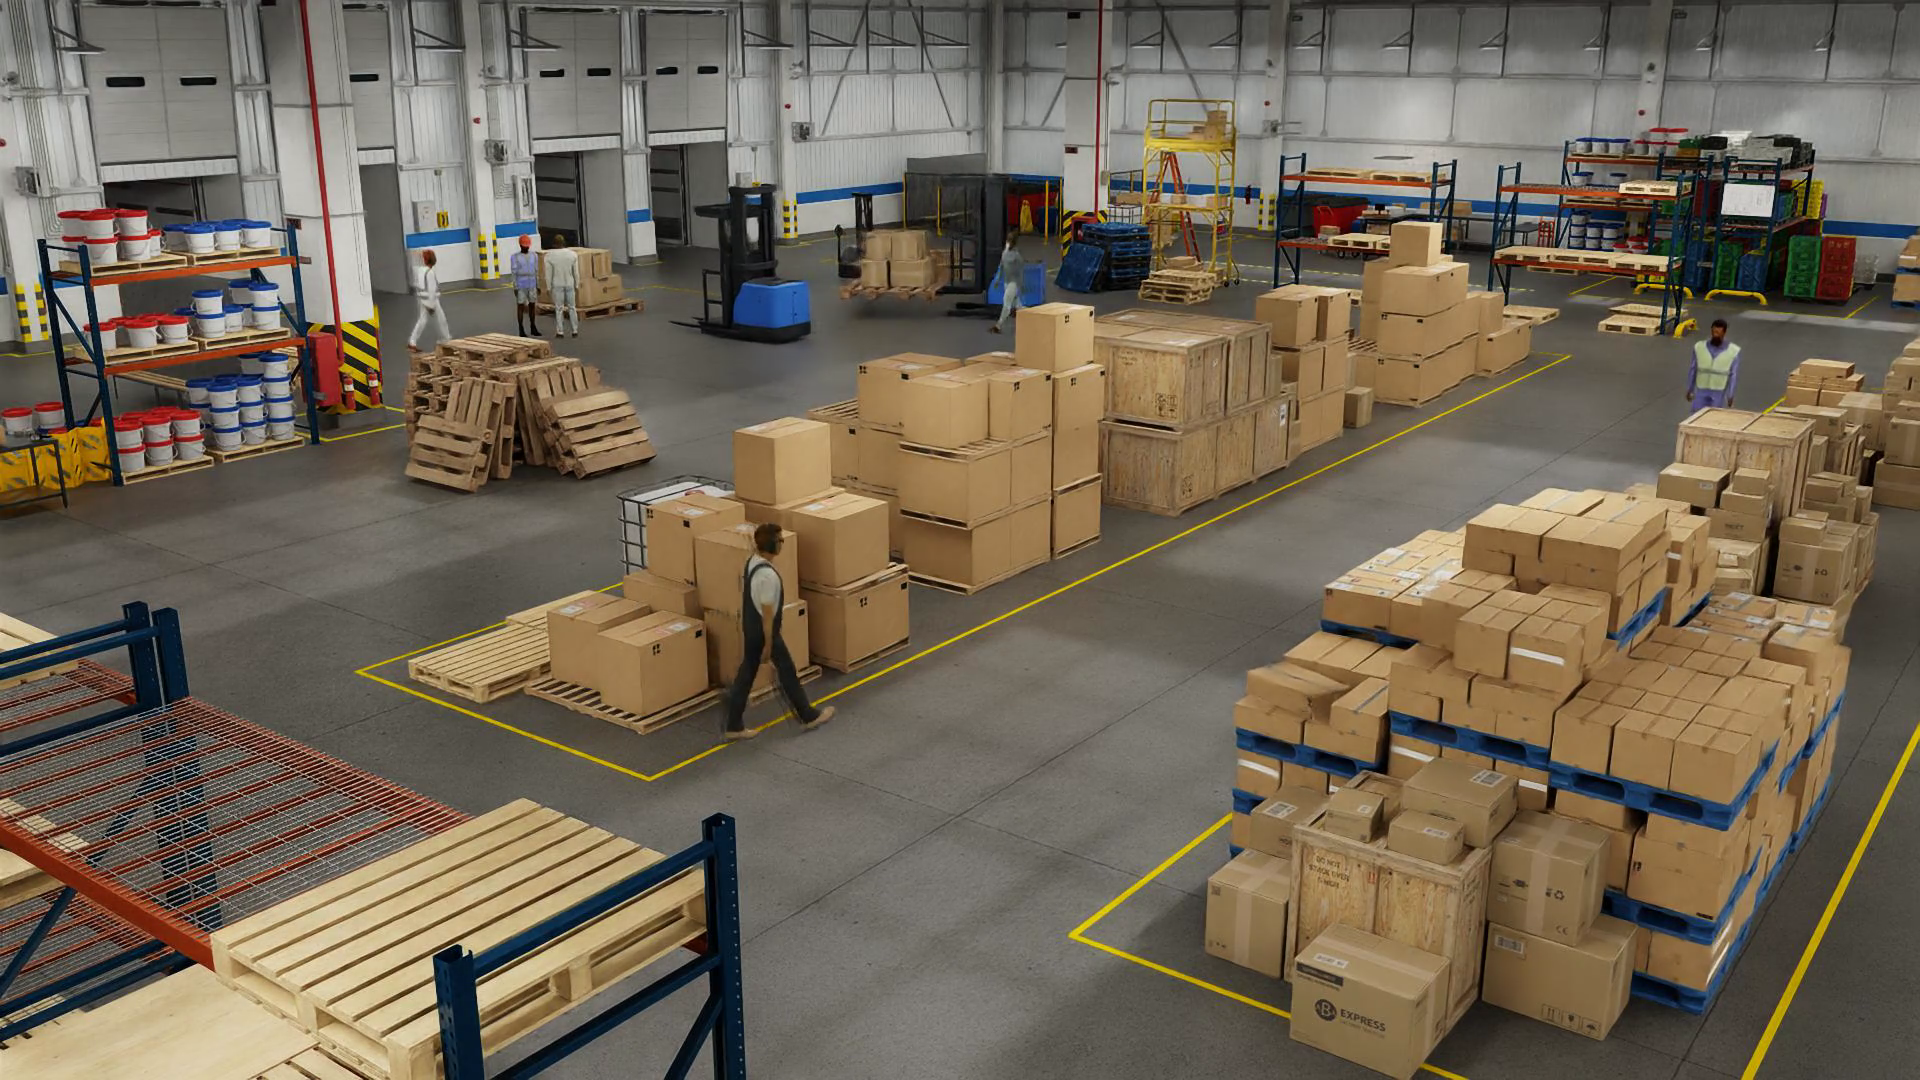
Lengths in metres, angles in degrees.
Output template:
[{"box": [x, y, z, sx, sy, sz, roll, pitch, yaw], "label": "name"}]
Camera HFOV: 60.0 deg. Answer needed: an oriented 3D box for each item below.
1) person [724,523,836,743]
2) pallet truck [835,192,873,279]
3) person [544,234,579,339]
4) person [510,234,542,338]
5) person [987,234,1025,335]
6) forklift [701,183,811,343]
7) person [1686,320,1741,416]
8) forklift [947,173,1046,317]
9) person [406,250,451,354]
[{"box": [-1.476, 0.724, 13.216, 0.970, 1.795, 0.535, -10, 19, -29], "label": "person"}, {"box": [-1.936, -7.159, 38.982, 1.885, 1.965, 0.823, -12, 21, -34], "label": "pallet truck"}, {"box": [-7.408, -4.719, 31.015, 0.627, 1.934, 0.372, -7, 18, -23], "label": "person"}, {"box": [-8.118, -4.765, 31.176, 0.542, 1.928, 0.375, -13, 21, -37], "label": "person"}, {"box": [0.959, -4.865, 31.582, 1.024, 1.888, 0.633, -9, 19, -26], "label": "person"}, {"box": [-3.823, -5.204, 31.005, 1.873, 2.768, 1.129, 12, 21, 35], "label": "forklift"}, {"box": [9.879, -1.949, 21.893, 0.617, 1.896, 0.638, 11, 20, 32], "label": "person"}, {"box": [0.765, -5.908, 33.337, 1.873, 2.768, 1.129, 3, 17, 10], "label": "forklift"}, {"box": [-9.458, -4.224, 29.555, 0.982, 1.843, 0.576, -14, 22, -38], "label": "person"}]
